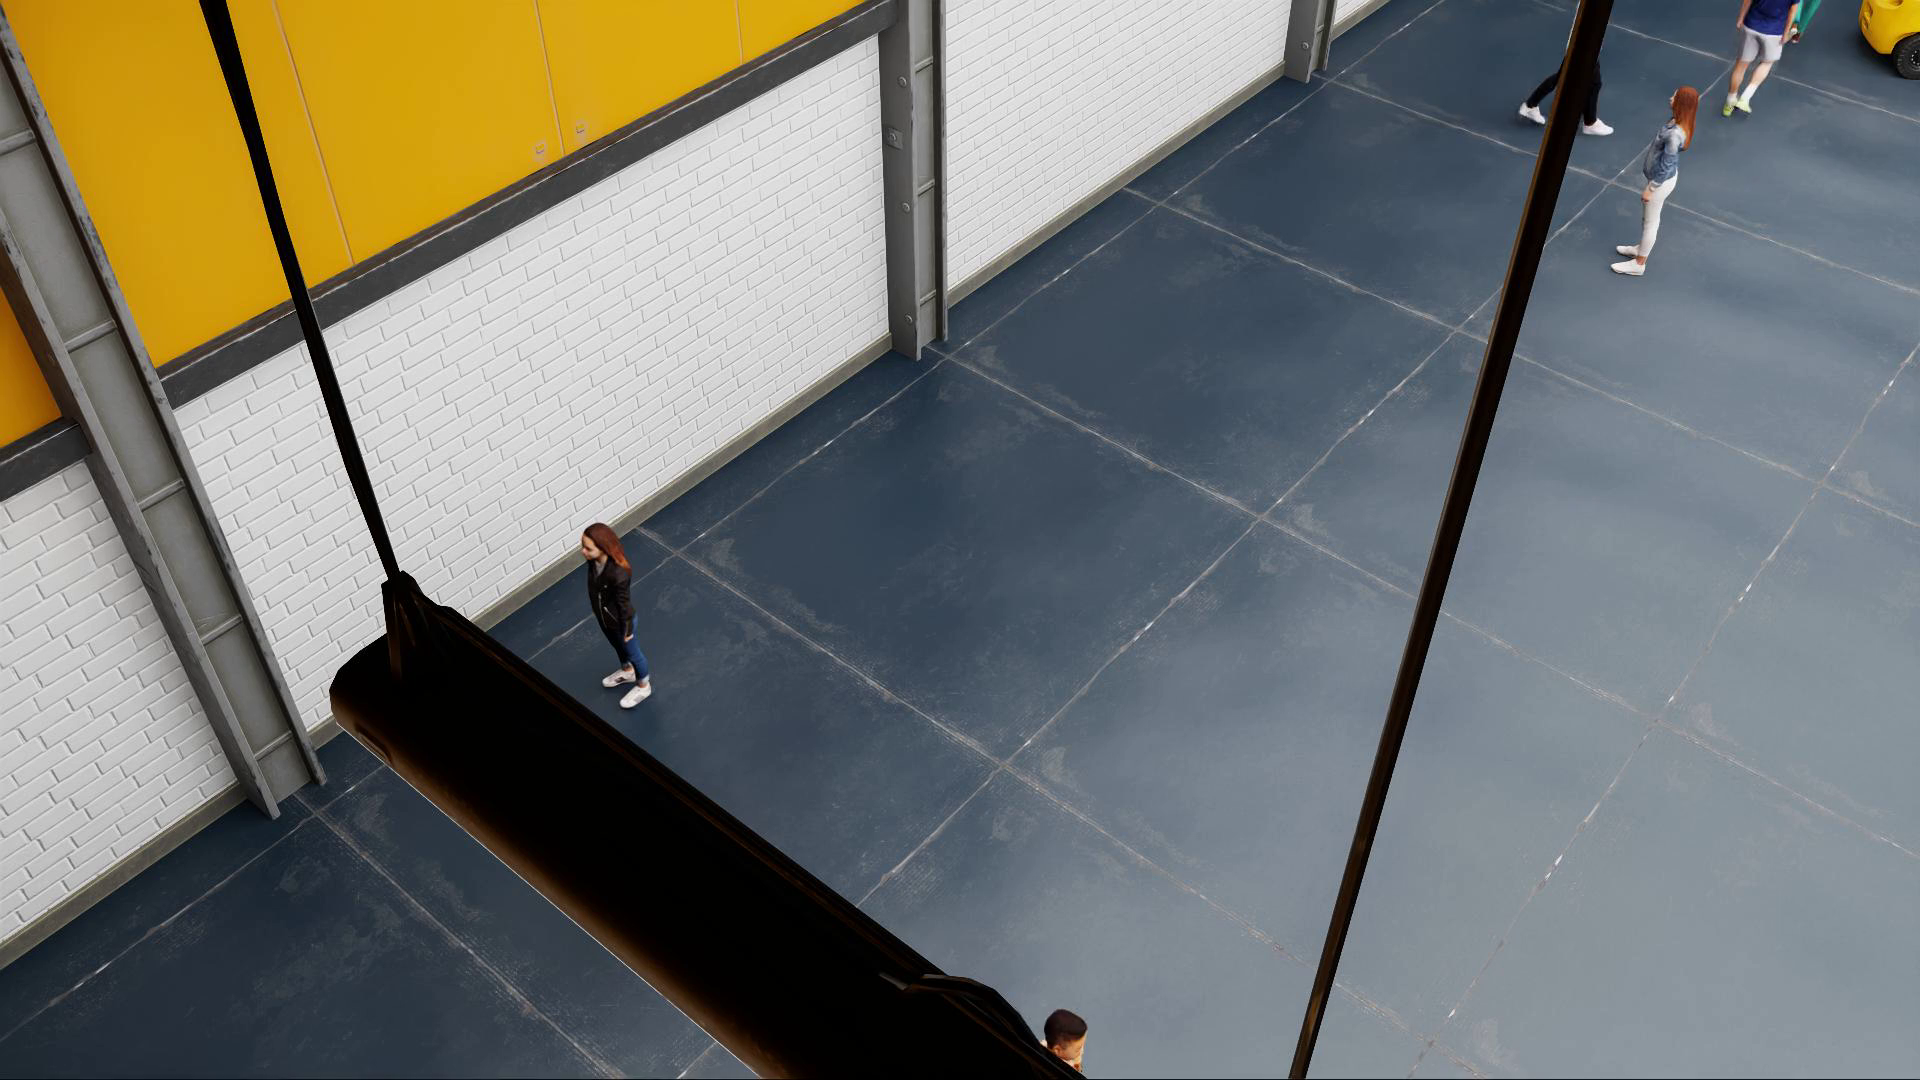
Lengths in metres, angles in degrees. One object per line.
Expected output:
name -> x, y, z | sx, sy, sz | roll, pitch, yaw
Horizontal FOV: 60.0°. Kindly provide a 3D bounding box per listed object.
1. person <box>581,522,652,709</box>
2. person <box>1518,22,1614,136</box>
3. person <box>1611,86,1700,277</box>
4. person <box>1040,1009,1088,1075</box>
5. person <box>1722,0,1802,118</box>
person -> -2.153, 0.447, 10.432 | 0.559, 1.481, 0.523 | 34, 53, 31
person -> 5.762, -4.649, 15.570 | 1.012, 1.772, 1.161 | 11, 45, 11
person -> 5.863, -3.001, 13.892 | 0.721, 1.702, 0.547 | 18, 46, 18
person -> 0.329, 2.704, 8.098 | 0.568, 1.433, 0.631 | -25, 49, -24
person -> 7.573, -4.813, 15.705 | 0.672, 1.824, 0.694 | 26, 49, 25
